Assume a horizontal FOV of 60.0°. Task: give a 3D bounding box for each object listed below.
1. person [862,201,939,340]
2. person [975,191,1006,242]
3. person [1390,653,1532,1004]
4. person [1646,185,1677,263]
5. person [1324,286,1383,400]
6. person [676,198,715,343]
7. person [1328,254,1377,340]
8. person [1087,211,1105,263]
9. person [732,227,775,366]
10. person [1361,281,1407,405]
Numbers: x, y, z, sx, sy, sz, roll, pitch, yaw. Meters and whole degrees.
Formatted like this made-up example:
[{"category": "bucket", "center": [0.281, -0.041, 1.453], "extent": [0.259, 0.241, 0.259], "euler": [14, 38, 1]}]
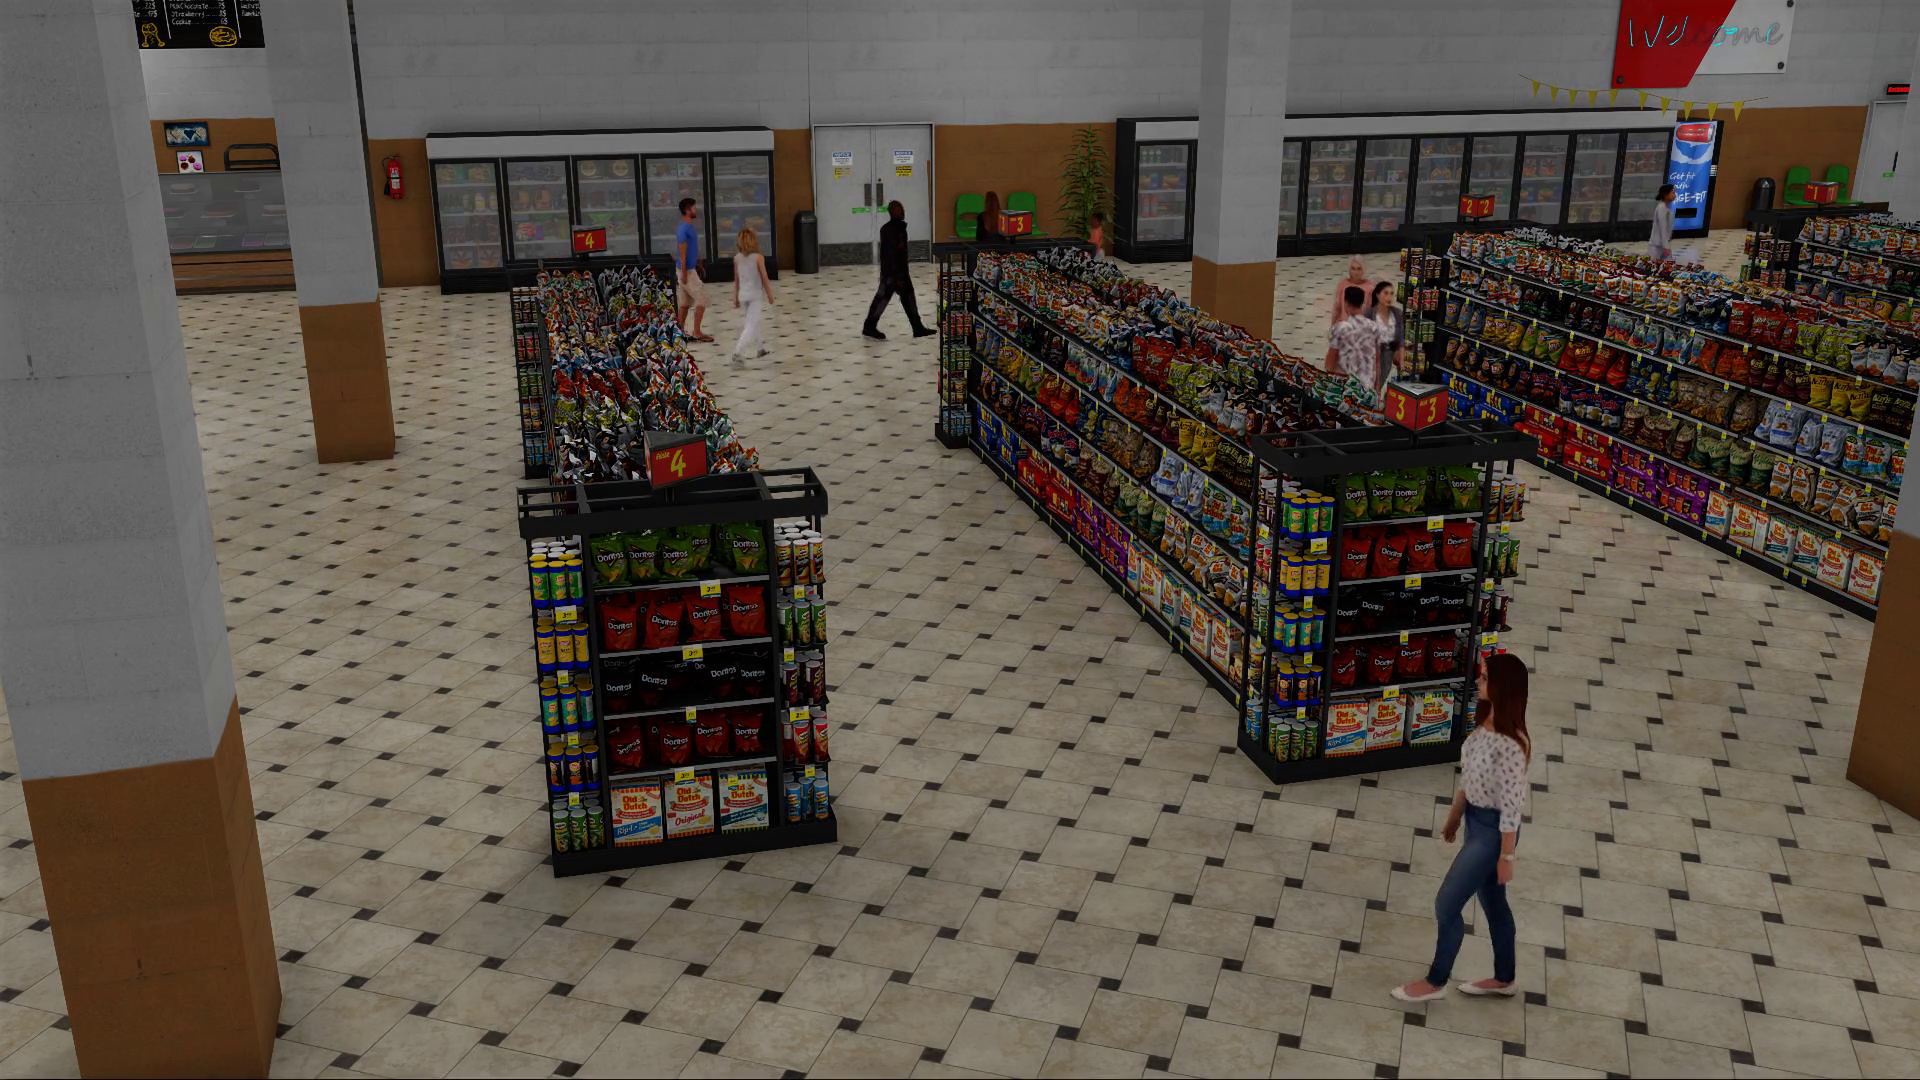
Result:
[{"category": "person", "center": [-0.956, -3.466, 21.560], "extent": [1.179, 1.783, 1.284], "euler": [5, 19, 14]}, {"category": "person", "center": [0.424, -4.052, 23.431], "extent": [0.582, 1.699, 0.514], "euler": [-4, 19, -13]}, {"category": "person", "center": [2.457, 1.324, 7.464], "extent": [0.822, 1.712, 0.856], "euler": [2, 19, 5]}, {"category": "person", "center": [9.966, -4.222, 23.927], "extent": [1.198, 1.703, 1.113], "euler": [12, 22, 31]}, {"category": "person", "center": [3.713, -1.439, 15.522], "extent": [0.700, 1.799, 0.646], "euler": [-4, 19, -12]}, {"category": "person", "center": [-3.606, -3.471, 21.484], "extent": [0.776, 1.842, 0.743], "euler": [-2, 19, -5]}, {"category": "person", "center": [4.302, -2.284, 18.217], "extent": [0.956, 1.679, 1.214], "euler": [3, 19, 10]}, {"category": "person", "center": [2.012, -4.199, 24.495], "extent": [0.698, 1.296, 0.564], "euler": [7, 20, 19]}, {"category": "person", "center": [-2.582, -2.924, 20.190], "extent": [1.071, 1.632, 1.114], "euler": [11, 22, 30]}, {"category": "person", "center": [4.188, -1.793, 16.822], "extent": [0.602, 1.640, 0.969], "euler": [-5, 19, -14]}]
